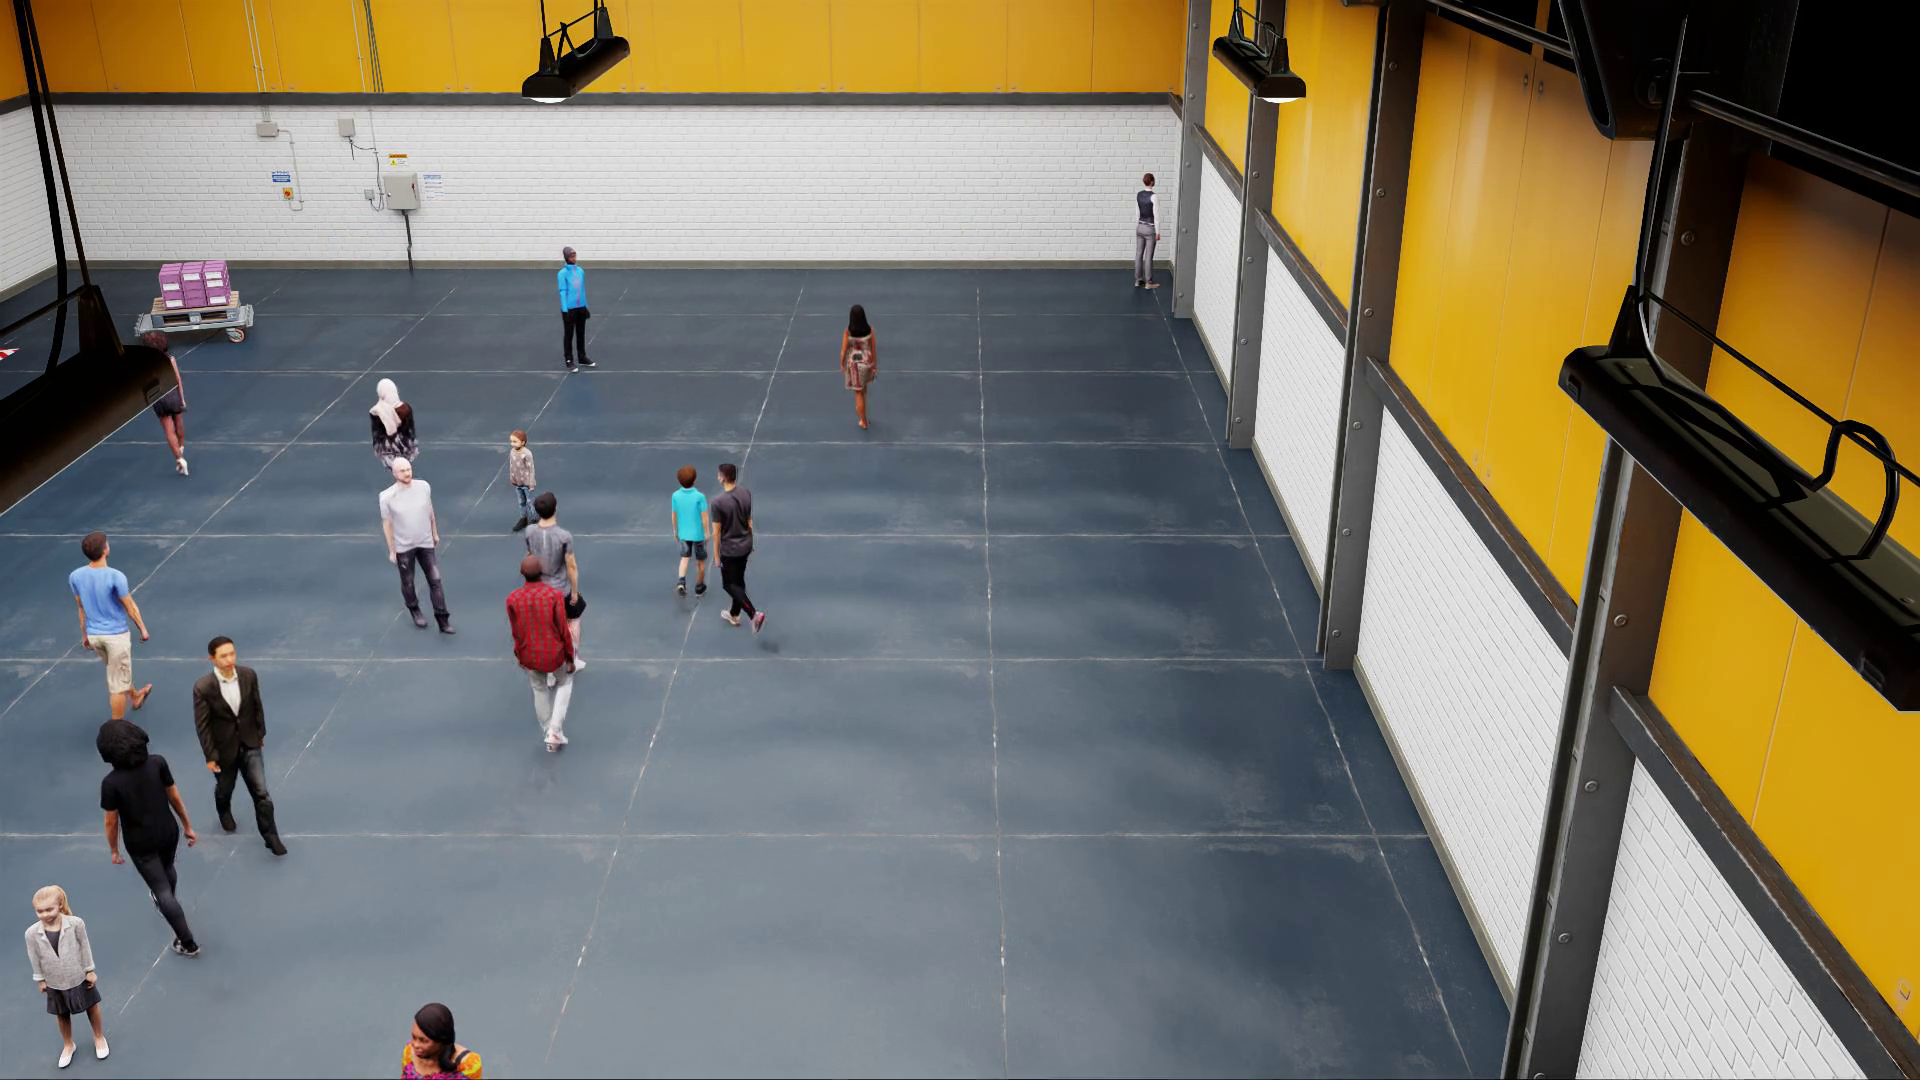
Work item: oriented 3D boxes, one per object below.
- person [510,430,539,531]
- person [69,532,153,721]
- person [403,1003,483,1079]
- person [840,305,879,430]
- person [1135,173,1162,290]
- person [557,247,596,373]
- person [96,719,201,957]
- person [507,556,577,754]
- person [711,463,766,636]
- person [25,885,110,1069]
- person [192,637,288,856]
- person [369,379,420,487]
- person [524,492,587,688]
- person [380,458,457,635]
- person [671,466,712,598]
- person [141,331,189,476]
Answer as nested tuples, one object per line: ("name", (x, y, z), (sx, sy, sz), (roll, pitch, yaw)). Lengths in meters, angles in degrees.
("person", (-4.891, -0.670, 18.648), (0.550, 1.194, 0.576), (12, 26, 25))
("person", (-7.377, 0.871, 14.329), (0.734, 1.829, 1.118), (3, 24, 7))
("person", (-2.814, 3.225, 9.126), (0.732, 1.685, 0.760), (8, 25, 17))
("person", (-1.283, -2.241, 21.705), (0.848, 1.624, 1.026), (-10, 25, -21))
("person", (3.174, -5.263, 28.227), (0.802, 1.937, 0.728), (-20, 30, -37))
("person", (-5.593, -3.355, 24.045), (0.756, 1.792, 0.672), (18, 29, 35))
("person", (-5.575, 2.103, 11.551), (1.127, 1.798, 1.115), (19, 30, 36))
("person", (-3.534, 0.998, 14.060), (0.682, 1.813, 0.664), (1, 24, 2))
("person", (-2.140, 0.119, 16.158), (1.091, 1.742, 1.042), (21, 31, 39))
("person", (-5.730, 2.776, 10.662), (0.580, 1.275, 0.609), (-9, 25, -19))
("person", (-5.648, 1.557, 12.832), (1.151, 1.772, 1.233), (-20, 31, -38))
("person", (-6.367, -0.991, 18.893), (1.066, 1.585, 1.201), (-17, 29, -34))
("person", (-3.763, 0.487, 15.172), (0.720, 1.858, 0.784), (3, 24, 7))
("person", (-5.384, 0.025, 16.298), (1.026, 1.803, 1.162), (-15, 28, -30))
("person", (-2.751, -0.059, 16.946), (0.599, 1.438, 0.736), (5, 24, 11))
("person", (-9.572, -1.628, 20.136), (0.944, 1.758, 1.037), (-19, 30, -36))
